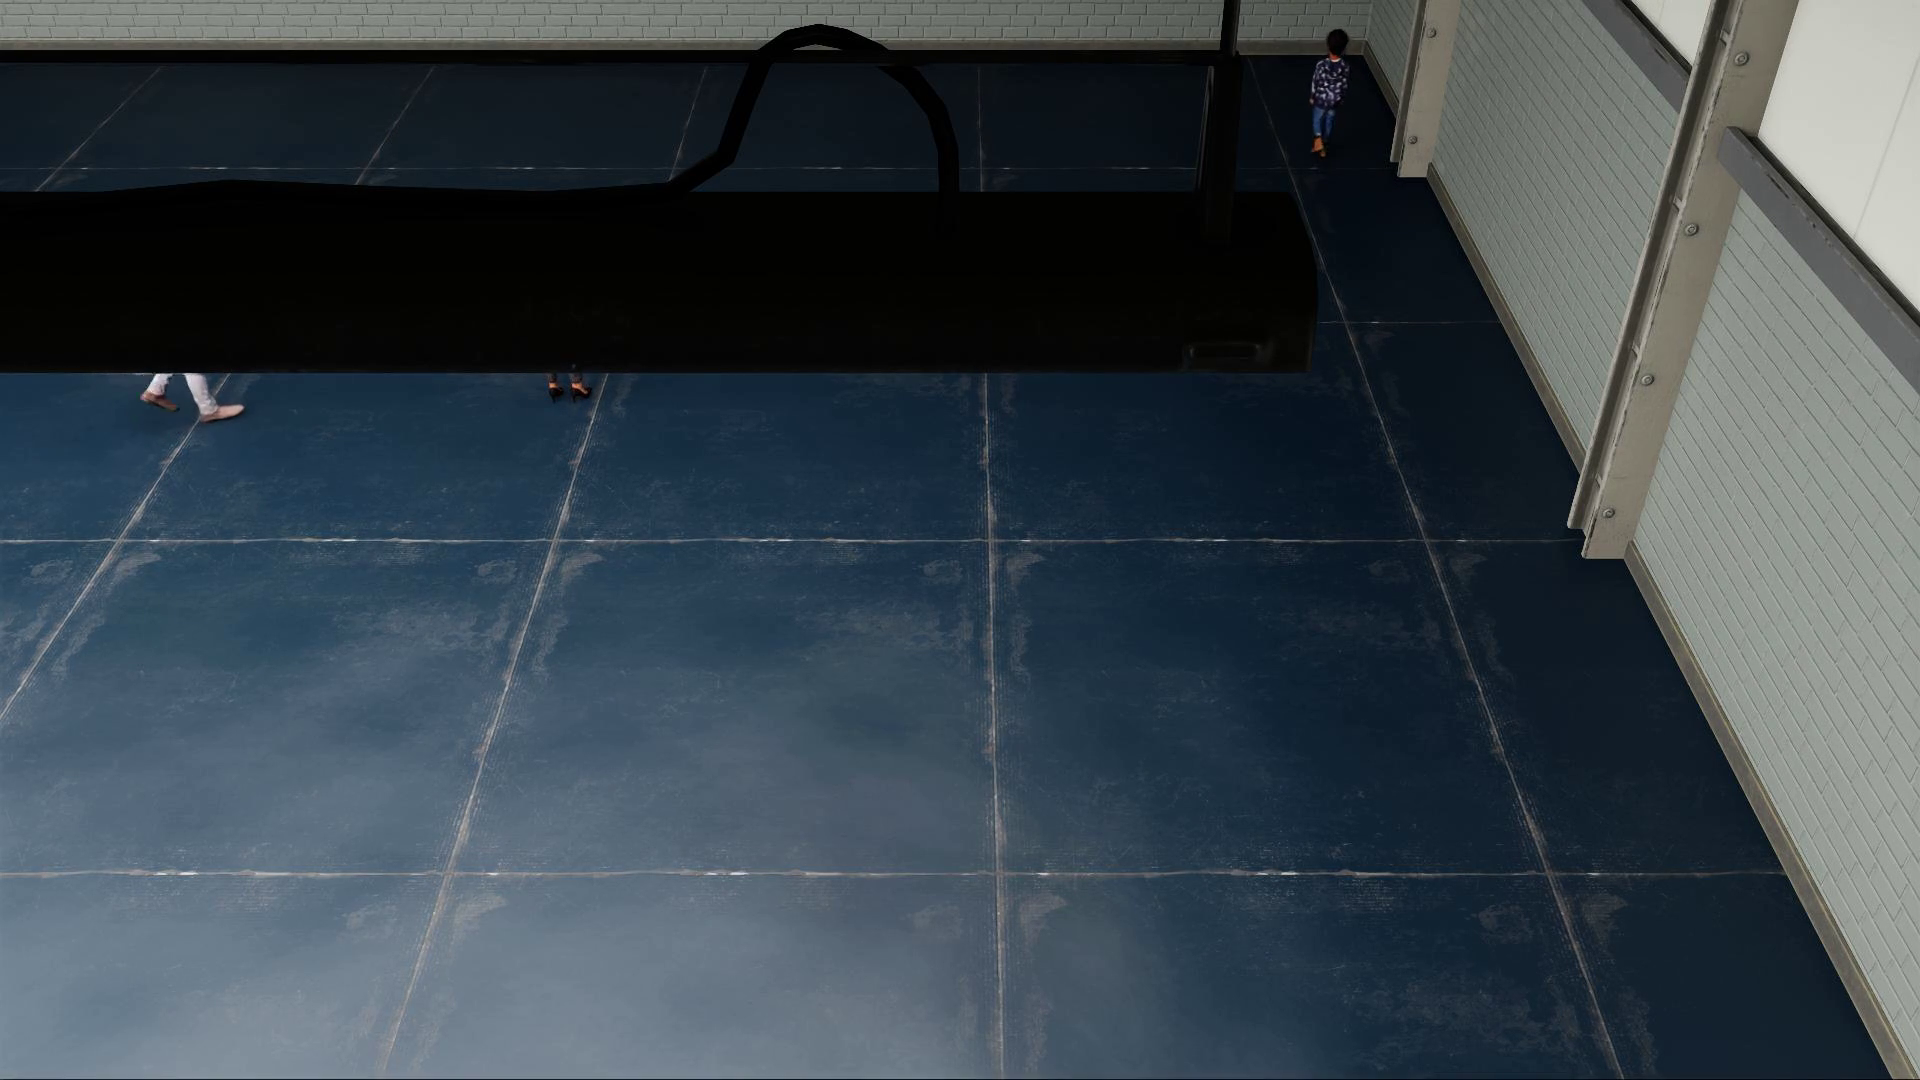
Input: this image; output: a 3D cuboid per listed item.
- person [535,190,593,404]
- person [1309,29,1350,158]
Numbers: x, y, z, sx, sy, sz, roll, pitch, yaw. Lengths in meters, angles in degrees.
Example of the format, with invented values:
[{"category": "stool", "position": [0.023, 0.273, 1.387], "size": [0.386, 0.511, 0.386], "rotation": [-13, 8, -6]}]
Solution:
[{"category": "person", "position": [-3.041, -1.791, 12.380], "size": [0.670, 1.719, 0.618], "rotation": [6, 38, 7]}, {"category": "person", "position": [3.563, -4.287, 16.056], "size": [0.494, 1.244, 0.533], "rotation": [0, 37, 0]}]
